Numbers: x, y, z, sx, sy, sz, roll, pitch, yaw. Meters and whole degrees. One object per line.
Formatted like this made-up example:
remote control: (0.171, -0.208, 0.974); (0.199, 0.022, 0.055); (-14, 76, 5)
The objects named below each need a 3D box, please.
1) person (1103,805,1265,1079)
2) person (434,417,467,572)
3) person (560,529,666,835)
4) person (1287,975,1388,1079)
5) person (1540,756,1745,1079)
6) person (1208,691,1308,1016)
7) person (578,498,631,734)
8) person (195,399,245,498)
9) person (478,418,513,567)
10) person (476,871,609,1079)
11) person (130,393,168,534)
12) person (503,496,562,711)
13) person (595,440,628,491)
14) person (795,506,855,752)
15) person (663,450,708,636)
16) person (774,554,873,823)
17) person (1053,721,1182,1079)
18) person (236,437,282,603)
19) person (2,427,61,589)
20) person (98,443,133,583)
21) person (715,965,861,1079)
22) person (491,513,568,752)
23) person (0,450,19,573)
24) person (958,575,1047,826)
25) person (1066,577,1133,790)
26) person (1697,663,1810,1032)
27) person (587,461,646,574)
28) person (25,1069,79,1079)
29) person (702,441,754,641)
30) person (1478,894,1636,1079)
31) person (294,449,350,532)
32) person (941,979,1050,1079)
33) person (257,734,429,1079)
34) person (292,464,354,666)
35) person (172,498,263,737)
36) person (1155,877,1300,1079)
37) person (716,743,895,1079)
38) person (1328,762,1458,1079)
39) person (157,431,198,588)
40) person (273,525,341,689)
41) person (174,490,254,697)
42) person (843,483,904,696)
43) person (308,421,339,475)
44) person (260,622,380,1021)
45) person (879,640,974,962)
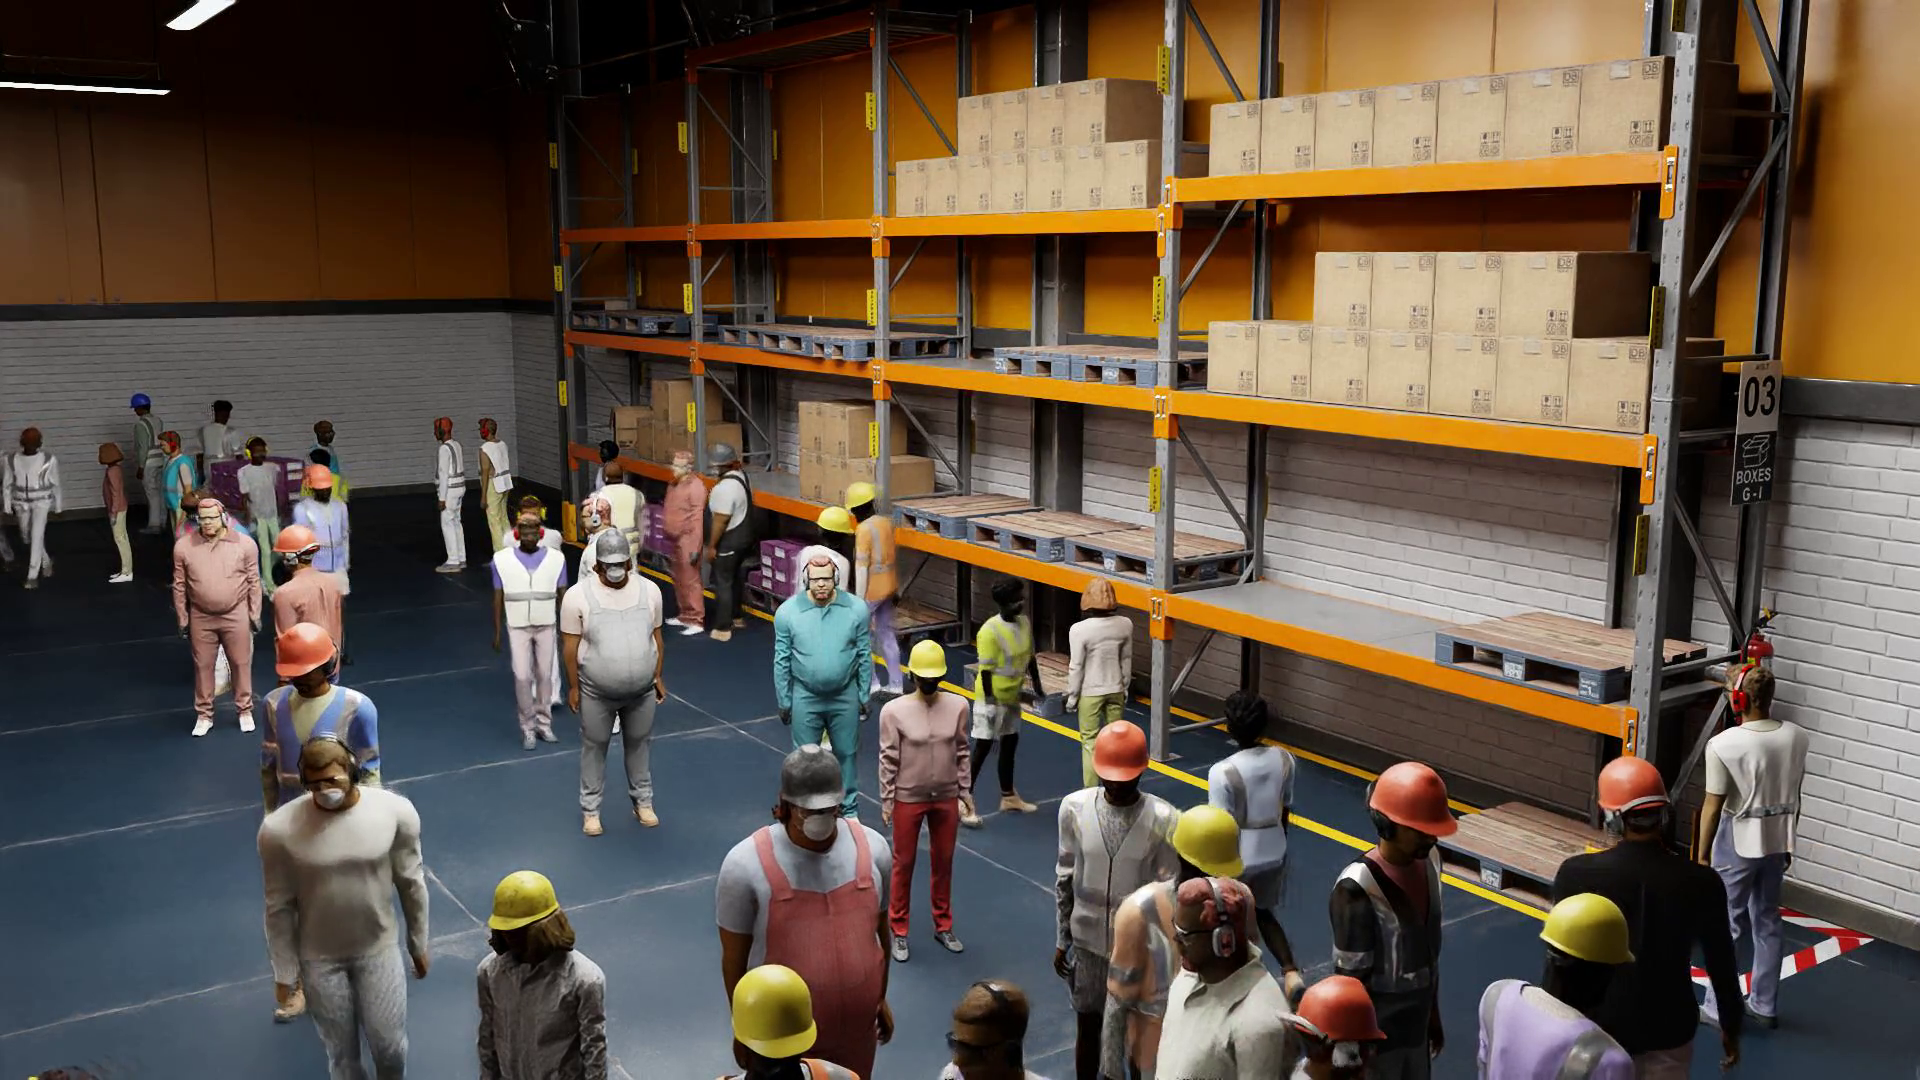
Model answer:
person: (0.844, 1.847, 6.002); (0.611, 1.882, 0.727); (-7, 12, -36)
person: (-6.188, -0.554, 20.164); (0.364, 1.878, 0.584); (0, 10, -1)
person: (-2.251, 0.927, 10.976); (0.687, 2.000, 0.535); (-5, 11, -26)
person: (1.149, 2.136, 4.824); (0.553, 1.719, 0.639); (4, 11, 23)
person: (2.525, 1.780, 6.177); (0.753, 1.960, 0.614); (2, 10, 11)
person: (1.457, 1.577, 8.201); (0.543, 1.682, 0.546); (-5, 11, -28)
person: (-2.853, 0.603, 13.300); (0.399, 1.901, 0.643); (1, 10, 8)
person: (-9.742, -0.879, 21.882); (0.665, 1.936, 0.574); (1, 10, 6)
person: (-5.700, -0.579, 20.432); (0.386, 1.838, 0.567); (2, 10, 12)
person: (-1.447, 1.969, 5.773); (0.488, 1.736, 0.360); (3, 10, 16)
person: (-11.160, -1.052, 22.888); (0.395, 1.940, 0.601); (-1, 10, -4)
person: (-3.566, 0.524, 14.028); (0.504, 1.806, 1.023); (-3, 10, -16)
person: (-4.044, -0.316, 19.281); (0.534, 1.697, 0.318); (9, 13, 43)
person: (-1.039, 0.687, 12.794); (0.452, 1.911, 0.636); (-8, 12, -39)
person: (-2.814, 0.029, 16.763); (0.402, 1.885, 0.758); (-7, 12, -34)
person: (-0.887, 1.022, 10.849); (0.645, 1.900, 0.399); (-2, 10, -10)
person: (0.654, 1.676, 6.930); (0.550, 1.925, 0.389); (3, 10, 19)
person: (-7.665, -0.220, 18.343); (0.825, 1.831, 0.575); (7, 12, 34)
person: (-10.782, -0.400, 19.359); (0.587, 1.844, 0.890); (-2, 10, -10)
person: (-9.900, -0.321, 19.495); (0.265, 1.632, 0.508); (-4, 10, -22)
person: (-0.504, 2.076, 4.566); (0.584, 1.928, 0.367); (-6, 11, -31)
person: (-3.311, 0.699, 12.933); (0.616, 1.836, 0.482); (-4, 10, -21)
person: (-11.544, -0.457, 19.744); (0.591, 1.829, 0.985); (1, 10, 5)
person: (0.277, 1.056, 11.237); (0.392, 1.698, 0.719); (6, 11, 31)
person: (0.953, 1.060, 11.392); (0.500, 1.633, 0.282); (-5, 11, -28)
person: (3.854, 1.517, 8.121); (0.561, 1.836, 0.397); (-3, 10, -16)
person: (-3.463, 0.106, 16.492); (0.644, 1.802, 0.894); (-7, 12, -35)
person: (-2.191, 2.187, 4.320); (0.563, 1.798, 1.004); (9, 13, 43)
person: (-2.334, -0.037, 16.637); (0.546, 2.000, 0.756); (1, 10, 7)
person: (1.818, 1.998, 5.080); (0.399, 1.913, 0.591); (-4, 11, -23)
person: (-7.213, -0.210, 18.801); (0.890, 1.638, 0.544); (7, 12, 34)
person: (0.130, 2.102, 4.723); (0.400, 1.829, 0.507); (-9, 13, -43)
person: (-2.510, 1.699, 6.840); (0.640, 1.913, 0.486); (-3, 10, -19)
person: (-5.967, 0.216, 15.533); (0.672, 1.912, 0.549); (8, 13, 39)
person: (-5.894, 0.611, 13.225); (0.649, 1.906, 0.401); (-3, 10, -18)
person: (0.801, 1.976, 5.257); (0.399, 1.893, 0.655); (-3, 10, -15)
person: (-0.529, 1.743, 6.185); (0.680, 2.000, 0.536); (-4, 11, -24)
person: (1.581, 1.775, 6.042); (0.402, 2.031, 0.613); (9, 13, 44)
person: (-8.880, -0.333, 18.967); (0.389, 1.837, 0.563); (-8, 13, -39)
person: (-4.477, 0.882, 11.415); (0.408, 1.987, 0.613); (2, 10, 14)
person: (-6.520, 0.433, 14.613); (0.648, 1.801, 0.721); (0, 10, -2)
person: (-0.744, 0.445, 14.265); (0.510, 1.891, 0.695); (4, 11, 24)
person: (-7.629, -0.521, 20.047); (0.333, 1.844, 0.514); (1, 10, 5)
person: (-3.176, 1.397, 8.240); (0.605, 2.034, 0.387); (1, 10, 6)
person: (-0.176, 1.400, 9.008); (0.535, 1.766, 0.317); (-4, 10, -21)
